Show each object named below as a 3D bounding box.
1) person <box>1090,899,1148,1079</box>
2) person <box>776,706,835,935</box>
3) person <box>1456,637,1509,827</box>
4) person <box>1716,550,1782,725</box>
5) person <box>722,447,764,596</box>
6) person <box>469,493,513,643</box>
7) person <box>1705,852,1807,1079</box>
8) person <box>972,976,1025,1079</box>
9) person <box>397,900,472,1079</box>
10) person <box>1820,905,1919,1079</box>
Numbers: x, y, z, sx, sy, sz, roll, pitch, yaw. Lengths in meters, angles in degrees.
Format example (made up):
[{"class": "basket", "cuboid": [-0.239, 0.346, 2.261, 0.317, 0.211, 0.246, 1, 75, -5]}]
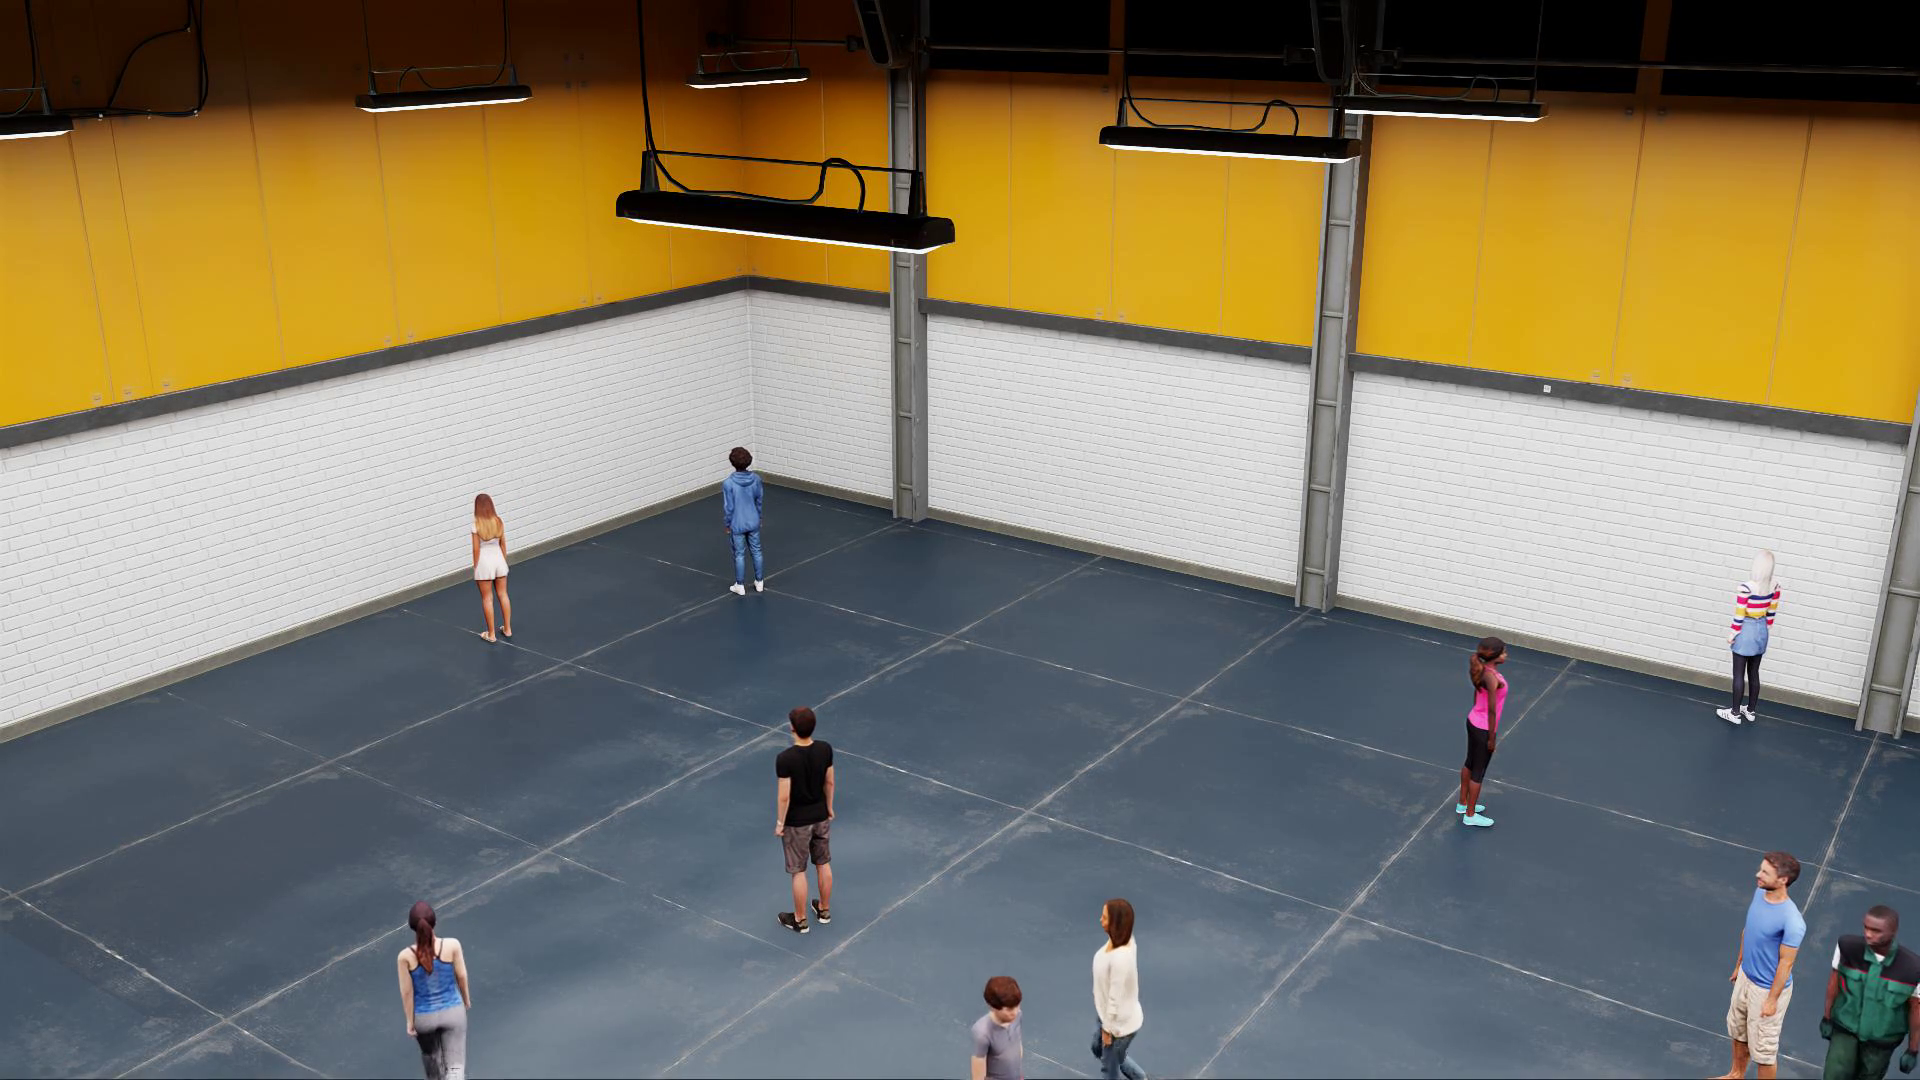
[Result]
[{"class": "person", "cuboid": [1.076, 3.025, 10.522, 0.857, 1.668, 0.789, 2, 19, 5]}, {"class": "person", "cuboid": [-1.190, 2.142, 12.842, 0.738, 1.862, 0.699, -13, 23, -34]}, {"class": "person", "cuboid": [4.559, 1.645, 14.534, 0.695, 1.722, 0.662, 1, 19, 2]}, {"class": "person", "cuboid": [7.847, 0.942, 16.485, 0.721, 1.809, 0.745, -6, 19, -16]}, {"class": "person", "cuboid": [-2.597, -0.237, 19.986, 0.752, 1.811, 0.732, -9, 21, -26]}, {"class": "person", "cuboid": [-5.254, 0.293, 18.592, 0.616, 1.696, 0.605, -16, 24, -40]}, {"class": "person", "cuboid": [5.192, 2.848, 10.742, 0.777, 1.864, 0.734, -2, 19, -5]}, {"class": "person", "cuboid": [0.165, 3.260, 9.877, 0.674, 1.635, 0.715, -18, 25, -42]}, {"class": "person", "cuboid": [-3.301, 3.061, 10.550, 0.965, 1.582, 1.093, -5, 19, -16]}, {"class": "person", "cuboid": [5.628, 3.020, 10.306, 0.687, 1.817, 0.772, 11, 22, 29]}]
